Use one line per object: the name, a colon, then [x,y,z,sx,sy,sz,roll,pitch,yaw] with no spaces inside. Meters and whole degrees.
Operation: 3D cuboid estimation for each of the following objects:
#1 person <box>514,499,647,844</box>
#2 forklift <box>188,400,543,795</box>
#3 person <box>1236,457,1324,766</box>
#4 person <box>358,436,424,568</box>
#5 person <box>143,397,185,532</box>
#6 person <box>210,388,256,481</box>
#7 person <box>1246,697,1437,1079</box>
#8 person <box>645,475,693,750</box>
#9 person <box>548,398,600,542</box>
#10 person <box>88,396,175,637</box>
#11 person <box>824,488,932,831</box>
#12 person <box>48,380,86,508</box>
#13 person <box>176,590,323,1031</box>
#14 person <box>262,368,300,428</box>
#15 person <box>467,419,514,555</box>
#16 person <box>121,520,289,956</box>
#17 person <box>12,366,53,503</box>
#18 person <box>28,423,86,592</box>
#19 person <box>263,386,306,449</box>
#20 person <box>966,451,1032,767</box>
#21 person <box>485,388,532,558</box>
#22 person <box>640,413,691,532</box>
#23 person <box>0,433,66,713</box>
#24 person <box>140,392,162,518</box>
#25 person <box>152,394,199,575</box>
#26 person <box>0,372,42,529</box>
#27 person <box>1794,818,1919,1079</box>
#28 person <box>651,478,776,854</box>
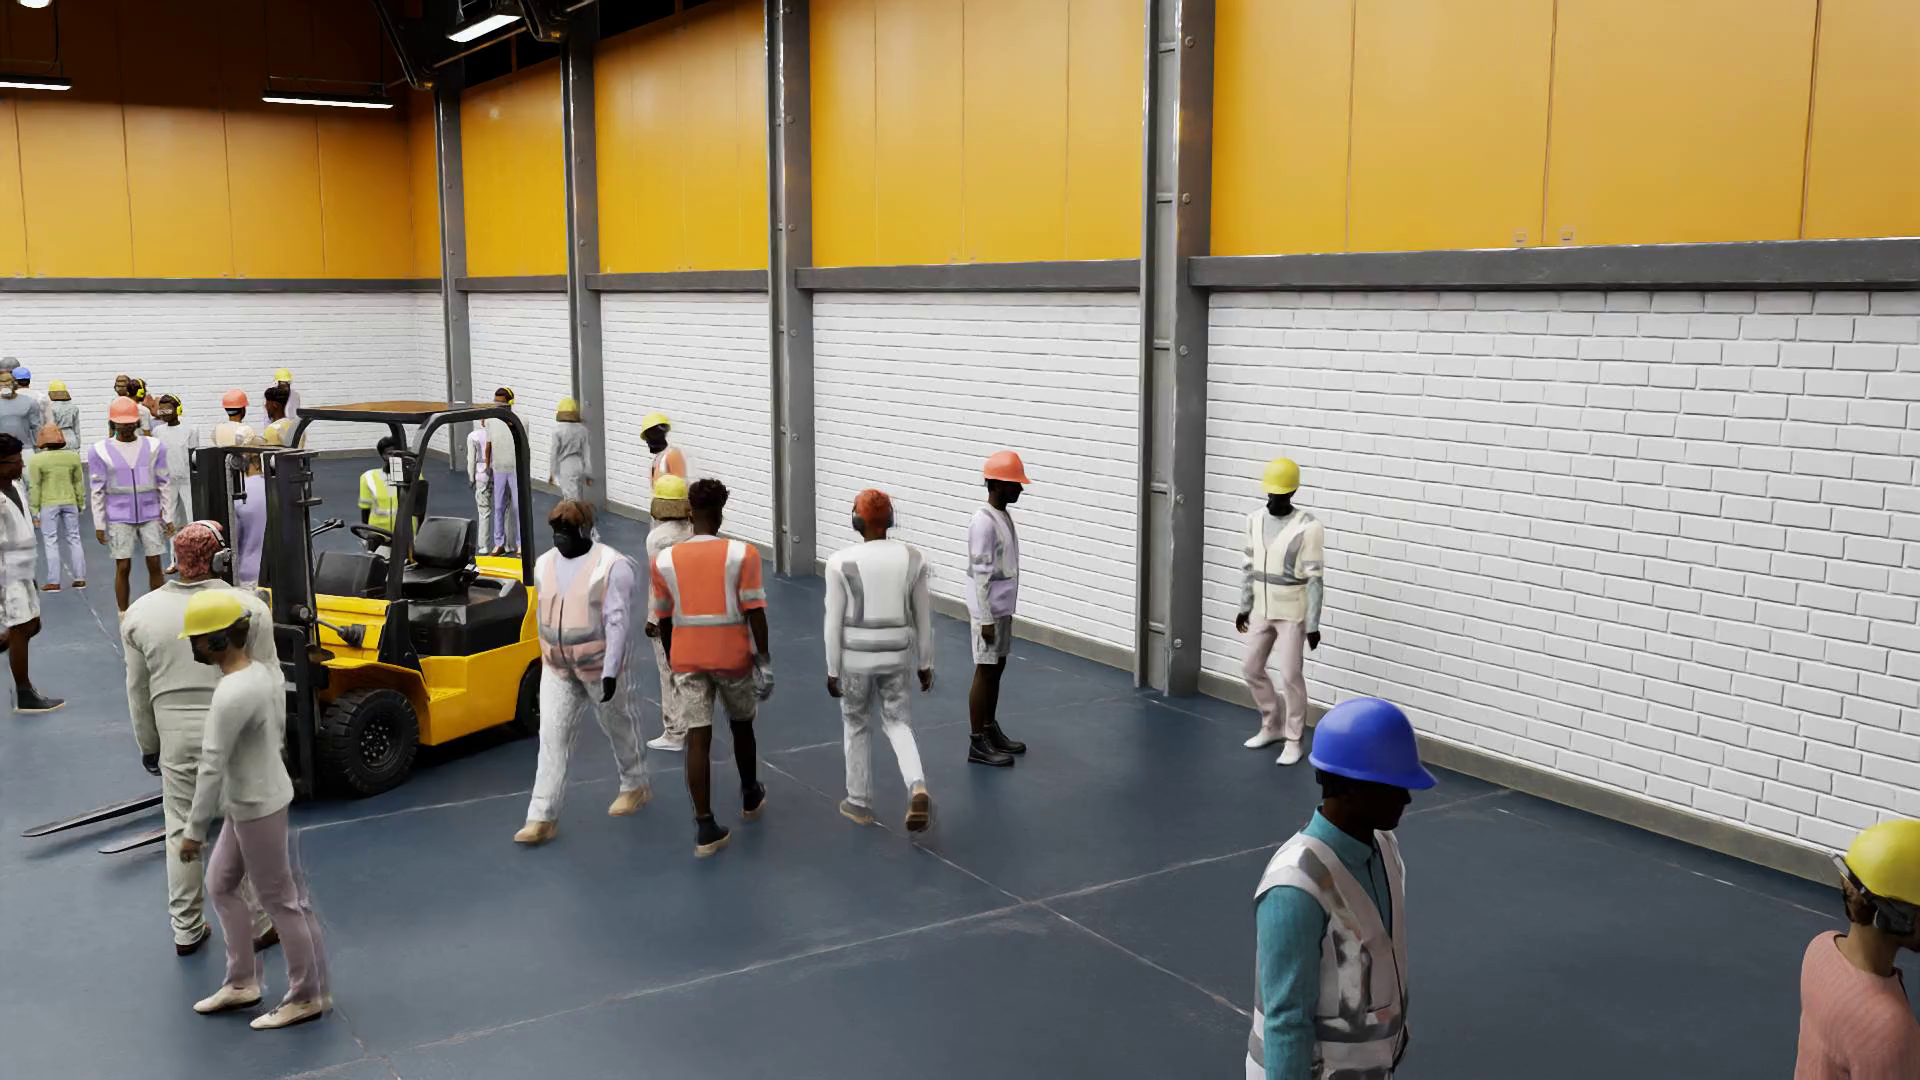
person: [-2.024,0.673,8.907,0.620,1.797,0.963,3,9,18]
forklift: [-3.529,0.258,10.348,1.214,2.155,2.313,4,9,25]
person: [1.954,0.429,10.169,0.497,1.903,0.638,-6,10,-36]
person: [-4.834,-0.057,14.187,0.542,1.688,0.390,-2,9,-15]
person: [-9.665,-0.924,20.201,0.284,1.633,0.497,3,9,21]
person: [-7.144,-0.532,16.521,0.552,1.942,0.343,3,9,21]
person: [0.913,1.324,4.043,0.425,1.938,0.604,6,10,34]
person: [-1.814,0.455,10.534,0.300,1.743,0.493,5,10,32]
person: [-4.381,-0.765,18.901,0.858,1.708,0.483,6,10,35]
person: [-6.916,-0.190,13.929,0.617,2.029,0.409,-6,10,-36]
person: [-0.425,0.645,8.860,0.580,1.860,0.734,-4,9,-23]
person: [-11.907,-1.253,22.079,0.326,1.736,0.486,3,9,21]
person: [-2.816,1.057,6.467,0.620,1.732,0.545,-2,9,-16]
person: [-9.520,-1.509,23.472,0.403,1.830,0.600,5,10,32]
person: [-5.152,-0.650,18.330,0.522,1.640,0.306,-3,9,-17]
person: [-3.246,0.862,7.245,0.651,1.907,0.409,0,8,-2]
person: [-12.059,-1.272,21.533,0.604,1.939,0.416,-6,10,-35]
person: [-8.741,-0.316,16.126,0.276,1.627,0.498,6,11,37]
person: [-6.768,-0.549,16.585,0.404,1.959,0.656,1,8,6]
person: [0.243,0.414,10.197,0.388,1.929,0.546,3,9,18]
person: [-4.924,-0.730,18.117,0.516,1.865,0.325,0,8,2]
person: [-2.424,-0.128,14.050,0.382,1.877,0.740,-5,10,-28]
person: [-6.552,0.233,11.343,0.646,1.949,0.638,-2,9,-10]
person: [-10.404,-1.088,21.303,0.497,1.633,0.284,3,9,17]
person: [-7.989,-0.561,17.005,0.510,1.861,0.324,1,8,4]
person: [-11.530,-1.078,20.271,0.635,1.927,0.372,-4,9,-27]
person: [1.994,1.465,3.688,0.345,1.758,0.532,2,9,12]
person: [-1.277,0.626,8.828,0.664,1.906,0.955,0,8,2]
